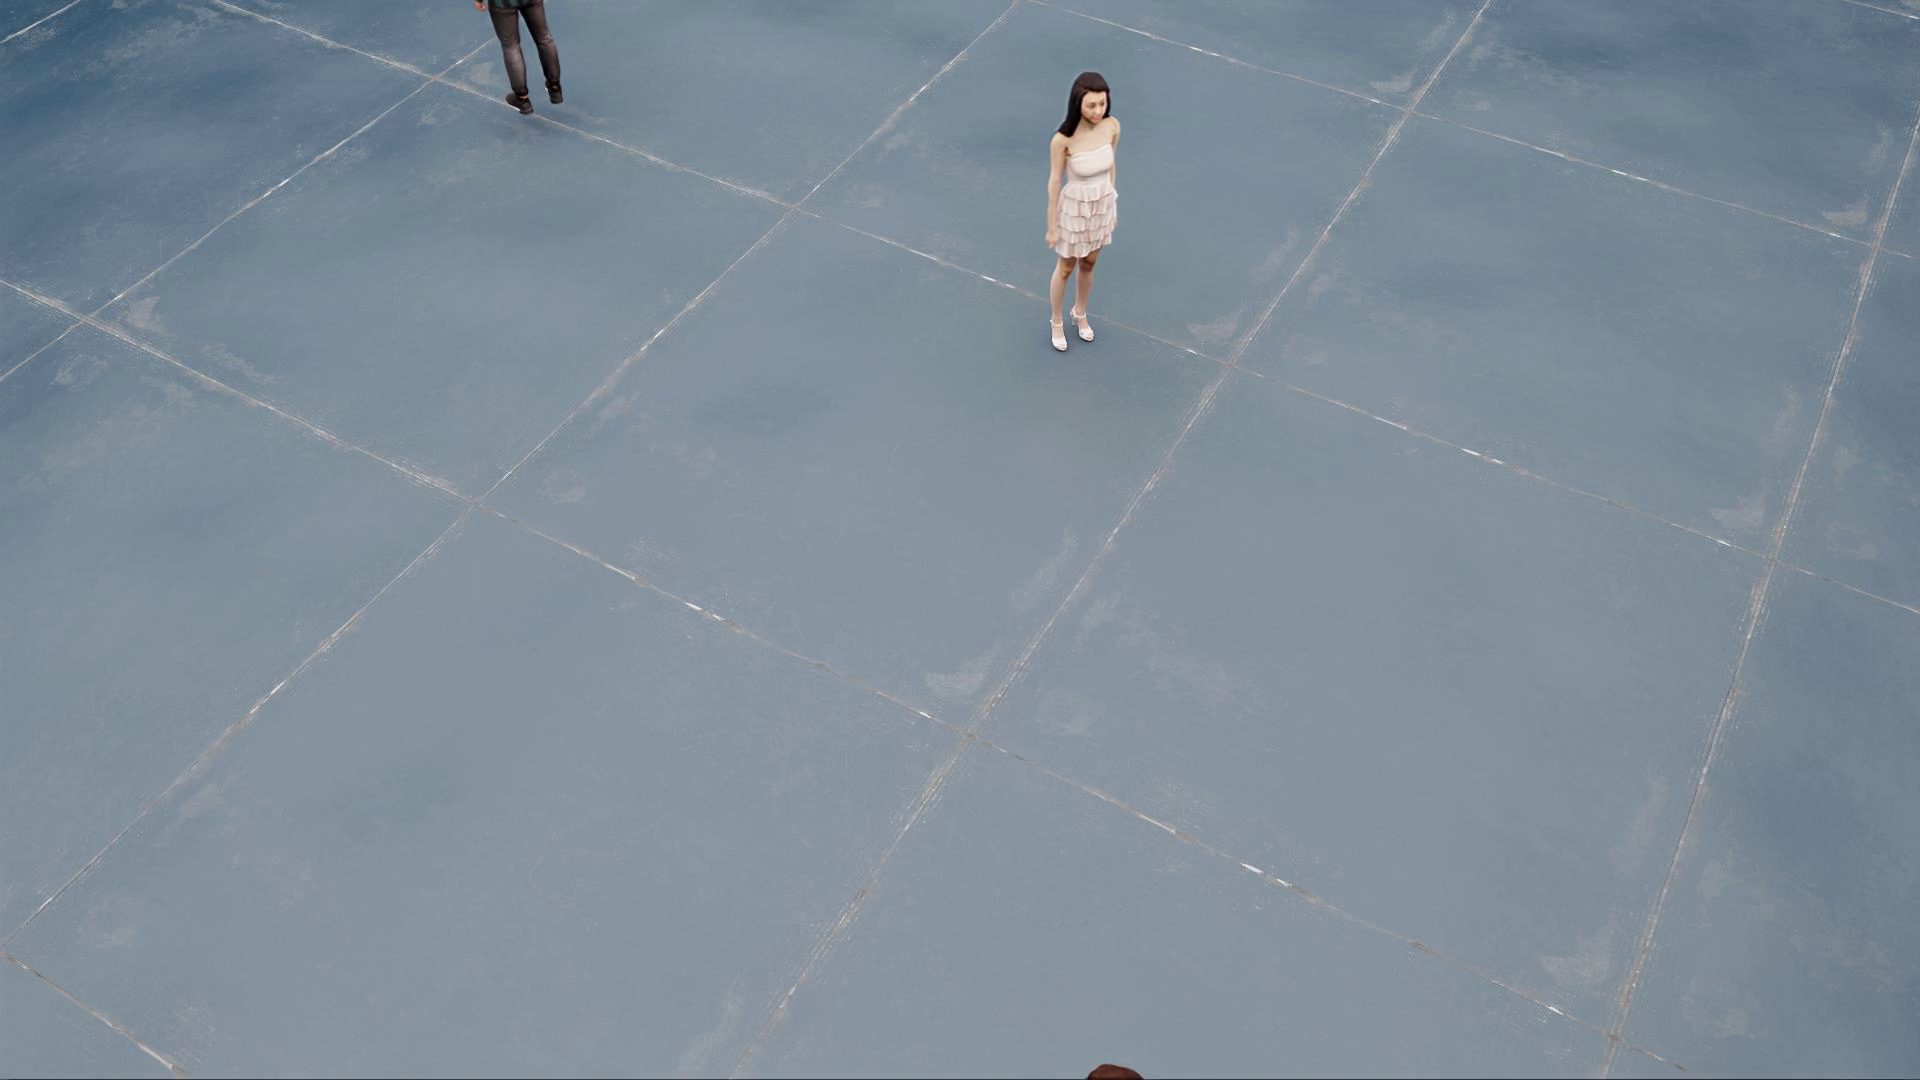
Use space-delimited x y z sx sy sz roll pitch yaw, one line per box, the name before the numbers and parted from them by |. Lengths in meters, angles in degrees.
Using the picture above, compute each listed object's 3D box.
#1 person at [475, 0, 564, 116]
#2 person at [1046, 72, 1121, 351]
person | -2.808 -3.482 10.384 0.745 1.715 0.703 -24 52 -21
person | 0.662 -1.766 9.019 0.667 1.735 0.691 -20 51 -18
